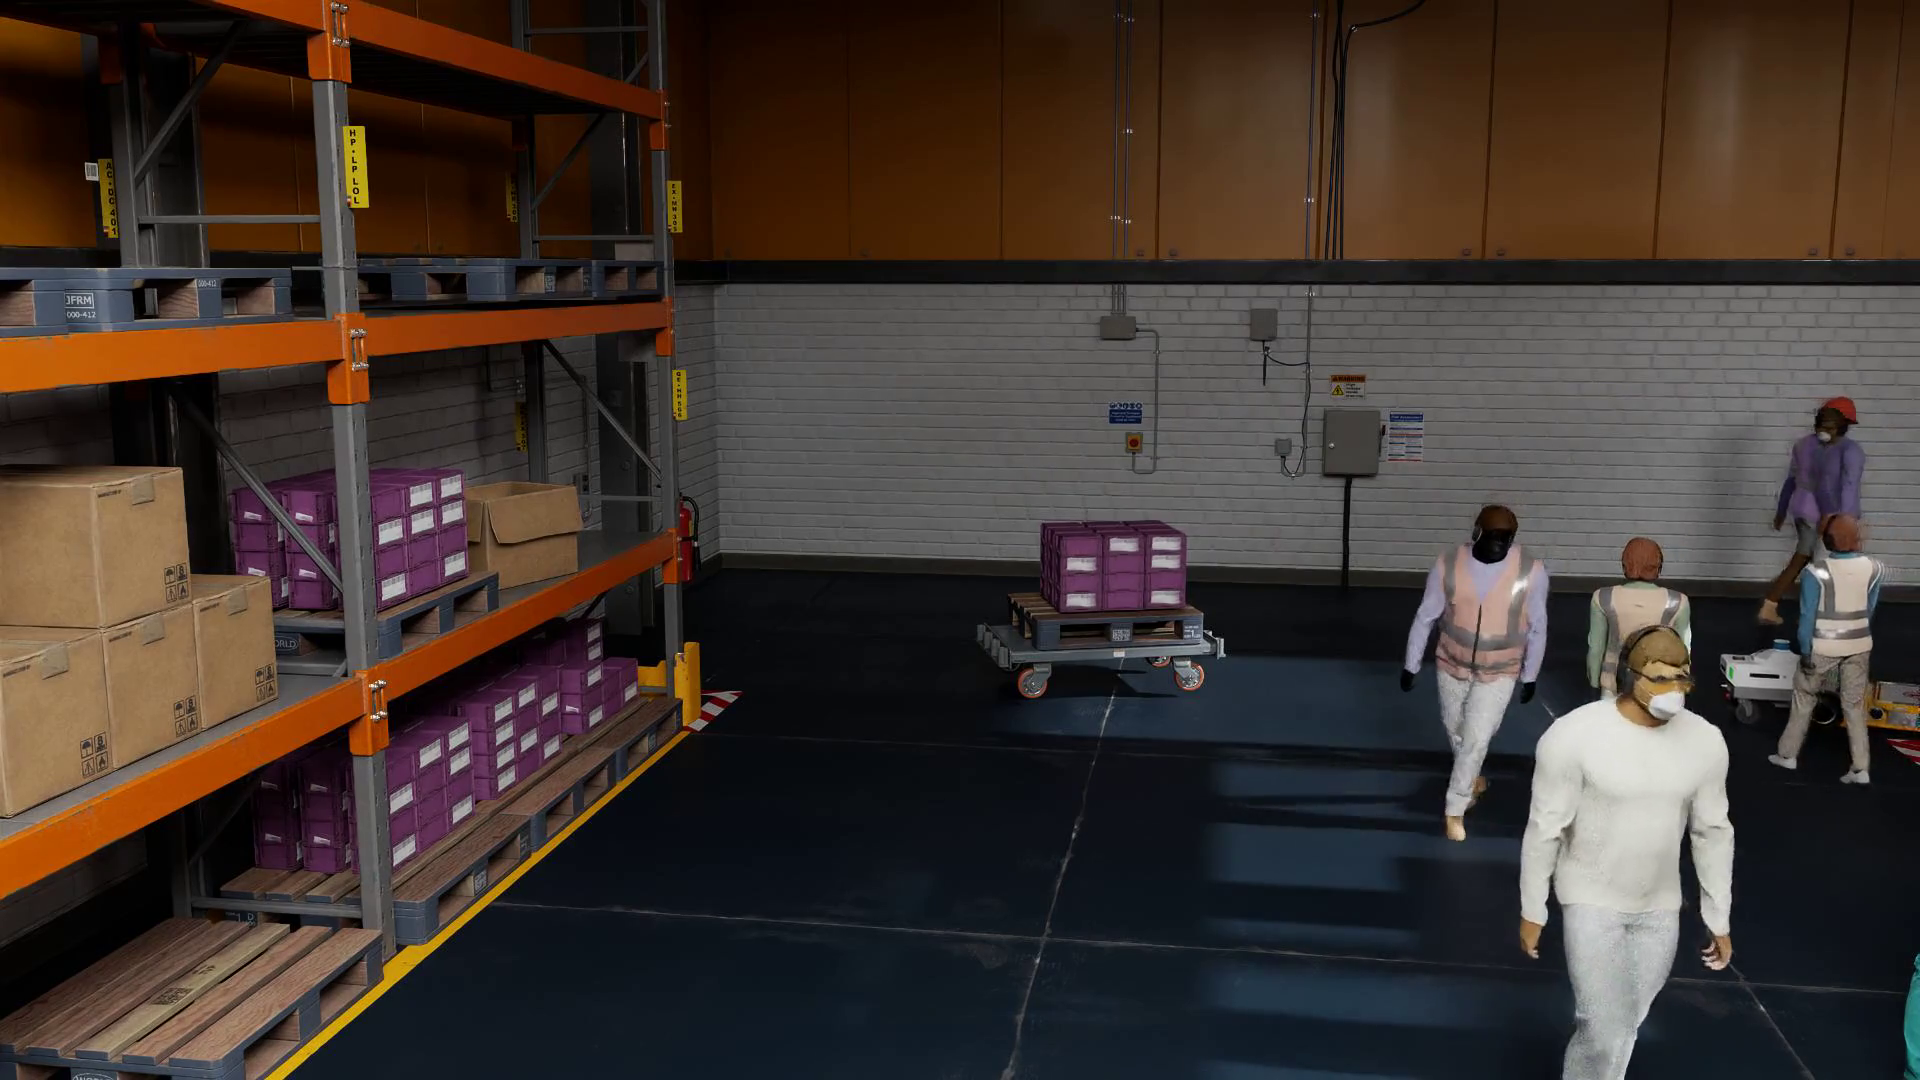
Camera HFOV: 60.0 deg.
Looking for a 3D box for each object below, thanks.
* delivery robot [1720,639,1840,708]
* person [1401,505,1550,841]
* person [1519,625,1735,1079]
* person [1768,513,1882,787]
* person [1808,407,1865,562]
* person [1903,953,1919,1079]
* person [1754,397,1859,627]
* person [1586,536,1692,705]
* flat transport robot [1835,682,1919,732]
[{"bbox_3d":[5.499,0.910,11.167,0.707,0.478,0.477,2,9,15],"label":"delivery robot"},{"bbox_3d":[2.818,0.678,9.091,0.738,1.799,0.780,4,10,22],"label":"person"},{"bbox_3d":[2.163,1.211,5.385,0.672,1.919,0.578,-2,9,-10],"label":"person"},{"bbox_3d":[5.186,0.639,9.870,0.526,1.612,0.671,-1,9,-5],"label":"person"},{"bbox_3d":[7.296,-0.159,13.882,0.512,1.905,0.682,-1,9,-5],"label":"person"},{"bbox_3d":[3.656,1.197,5.962,0.525,1.769,0.309,-4,10,-24],"label":"person"},{"bbox_3d":[7.236,-0.230,14.141,1.011,1.982,0.689,-1,9,-8],"label":"person"},{"bbox_3d":[3.583,0.799,8.812,0.512,1.638,0.307,4,10,22],"label":"person"},{"bbox_3d":[6.516,1.139,10.914,1.431,0.197,0.652,5,11,29],"label":"flat transport robot"}]
